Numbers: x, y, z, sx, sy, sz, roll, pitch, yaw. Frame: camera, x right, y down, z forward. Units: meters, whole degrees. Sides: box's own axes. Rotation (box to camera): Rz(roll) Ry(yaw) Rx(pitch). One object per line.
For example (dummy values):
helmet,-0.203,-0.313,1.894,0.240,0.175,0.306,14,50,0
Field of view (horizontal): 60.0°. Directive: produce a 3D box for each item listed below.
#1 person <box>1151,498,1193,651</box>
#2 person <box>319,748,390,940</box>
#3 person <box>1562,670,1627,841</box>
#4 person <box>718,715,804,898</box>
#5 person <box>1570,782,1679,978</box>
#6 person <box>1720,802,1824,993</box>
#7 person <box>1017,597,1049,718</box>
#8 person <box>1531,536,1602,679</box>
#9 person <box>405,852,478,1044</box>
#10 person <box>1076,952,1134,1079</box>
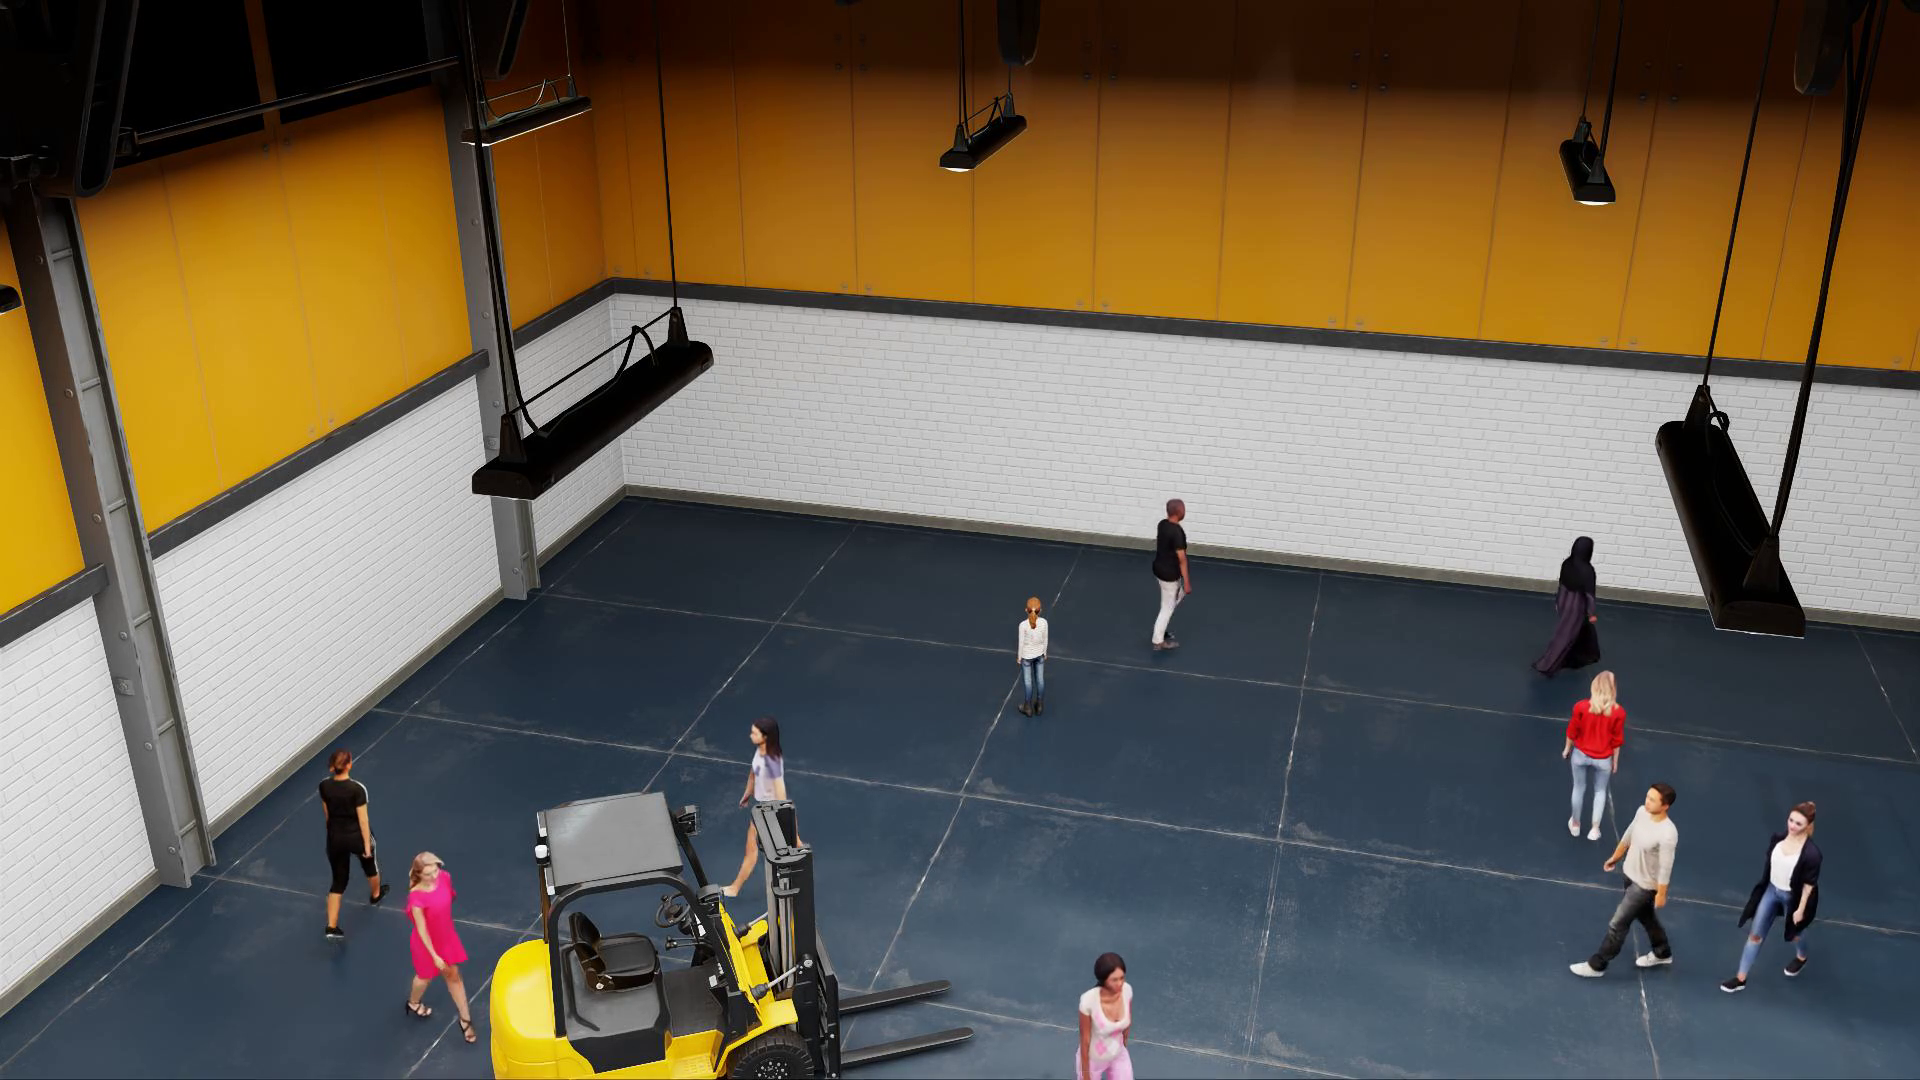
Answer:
person,2.217,0.405,18.275,0.841,1.791,0.751,-6,24,-13
person,-5.061,2.515,13.649,0.711,1.630,1.162,2,24,5
person,5.634,1.959,14.835,0.629,1.698,0.612,6,24,14
person,-1.540,2.252,14.185,1.062,1.682,1.132,-8,25,-17
person,5.455,2.671,13.113,0.900,1.773,1.104,0,24,-1
person,6.531,2.789,13.011,1.149,1.638,1.117,-12,26,-25
person,0.750,1.193,17.064,0.562,1.316,0.612,-8,25,-17
person,6.511,0.716,17.792,1.065,1.608,1.140,-7,25,-16
person,-4.004,2.994,12.503,0.843,1.671,0.931,10,25,21
person,0.918,3.489,11.315,0.936,1.716,1.049,-9,25,-19
